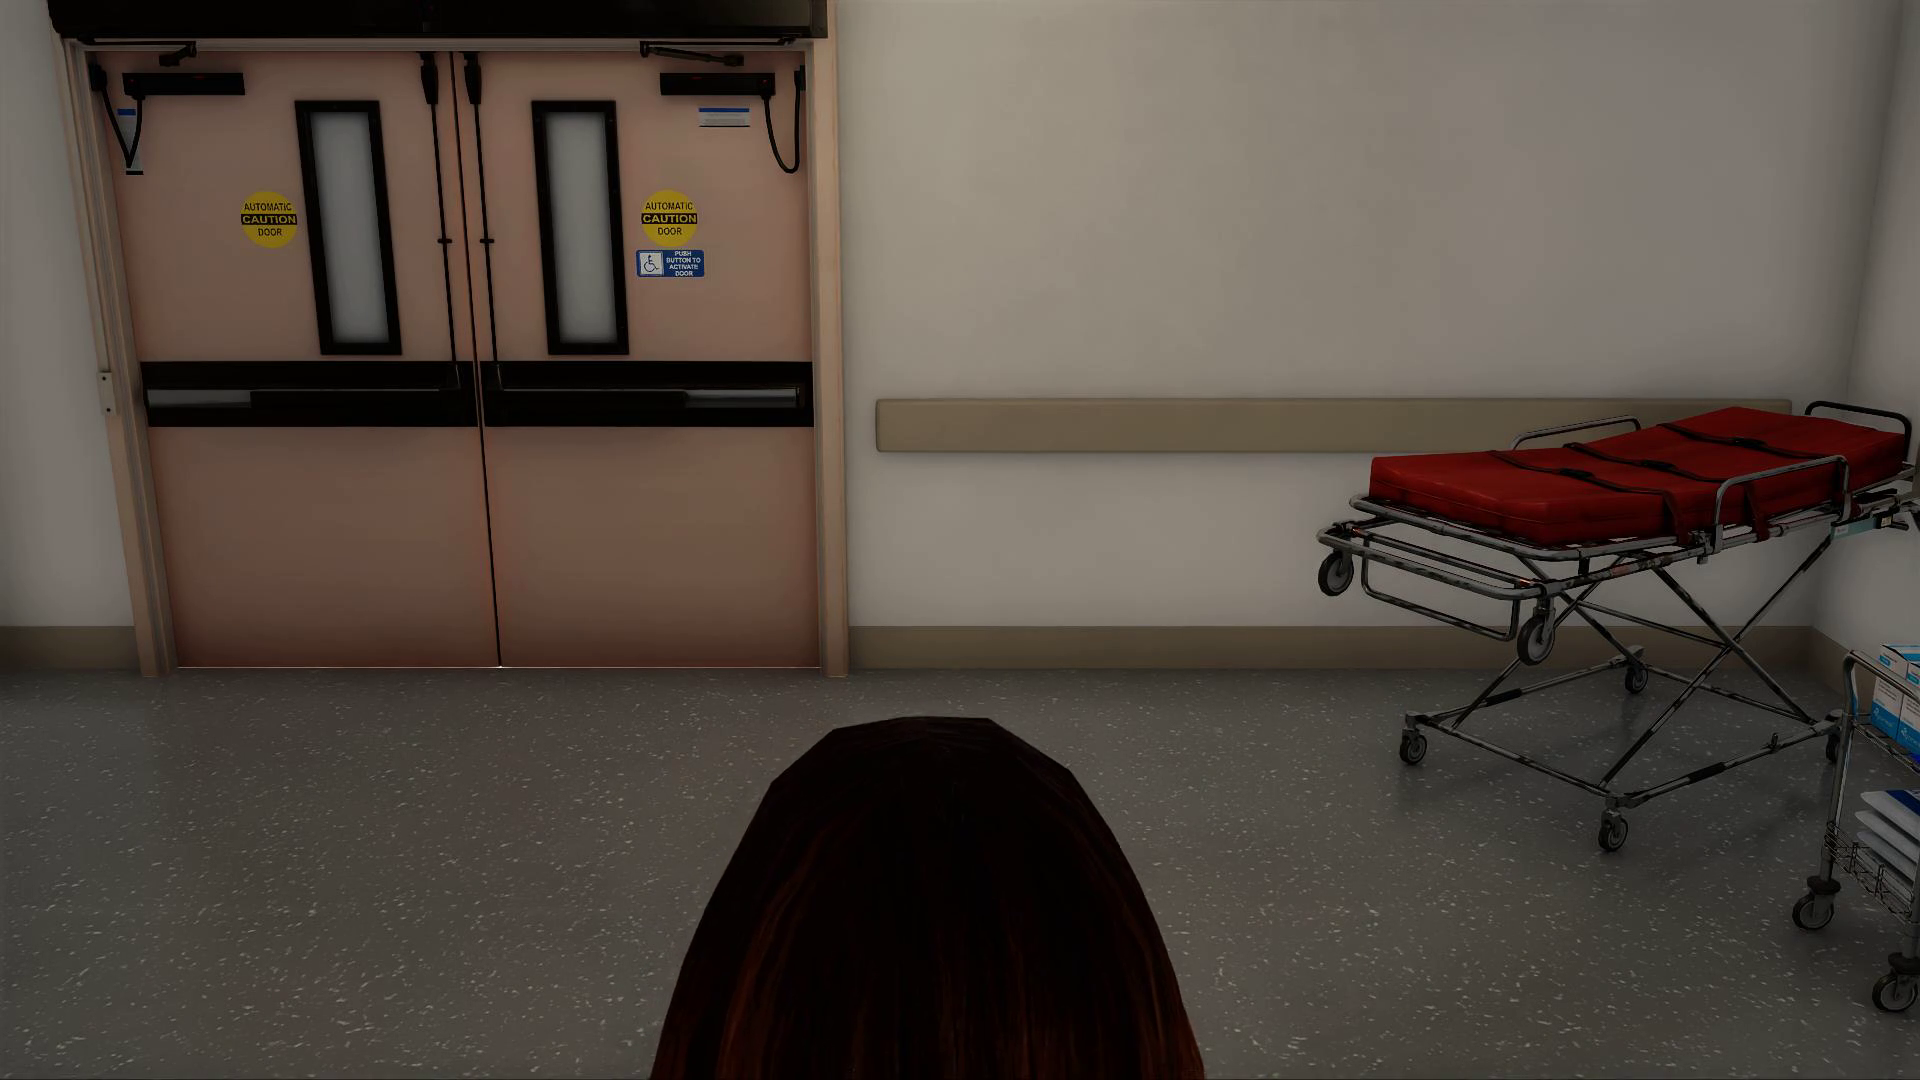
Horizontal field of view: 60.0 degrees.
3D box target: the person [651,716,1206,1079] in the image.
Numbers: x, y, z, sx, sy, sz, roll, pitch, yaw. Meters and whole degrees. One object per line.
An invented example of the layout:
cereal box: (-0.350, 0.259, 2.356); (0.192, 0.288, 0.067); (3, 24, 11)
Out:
person: (-0.014, 0.963, 0.917); (0.644, 1.835, 0.628); (-5, 17, -18)
